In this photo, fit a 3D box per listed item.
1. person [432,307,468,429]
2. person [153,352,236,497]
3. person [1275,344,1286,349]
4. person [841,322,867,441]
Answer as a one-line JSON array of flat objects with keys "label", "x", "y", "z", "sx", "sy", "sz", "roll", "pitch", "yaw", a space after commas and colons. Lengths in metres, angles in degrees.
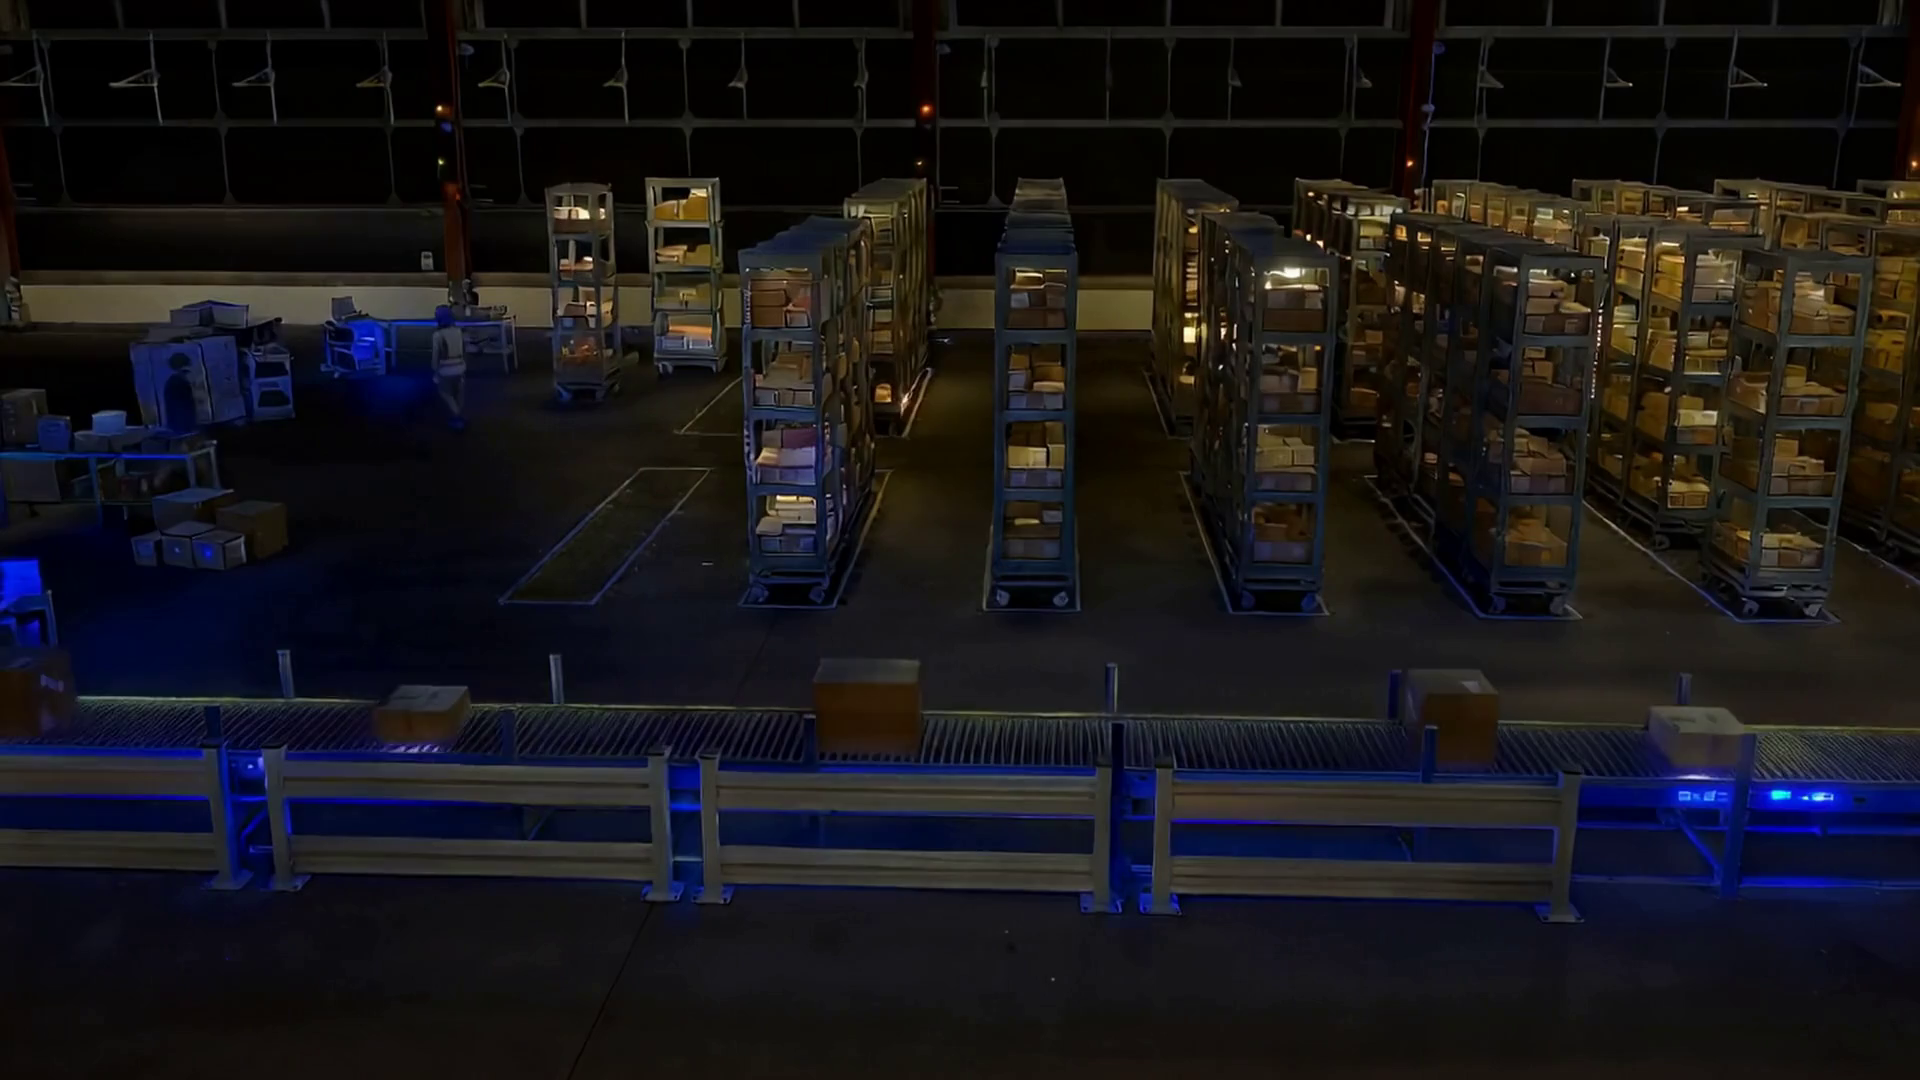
[{"label": "person", "x": -7.837, "y": -2.637, "z": 25.674, "sx": 0.658, "sy": 1.926, "sz": 0.613, "roll": 12, "pitch": 19, "yaw": 38}, {"label": "person", "x": -9.908, "y": -1.420, "z": 21.136, "sx": 1.028, "sy": 1.950, "sz": 0.613, "roll": -1, "pitch": 15, "yaw": -3}, {"label": "person", "x": 6.034, "y": -4.166, "z": 31.551, "sx": 0.629, "sy": 1.820, "sz": 0.580, "roll": 4, "pitch": 16, "yaw": 14}, {"label": "person", "x": -1.743, "y": -2.372, "z": 24.983, "sx": 0.864, "sy": 1.787, "sz": 0.616, "roll": 5, "pitch": 16, "yaw": 18}]
